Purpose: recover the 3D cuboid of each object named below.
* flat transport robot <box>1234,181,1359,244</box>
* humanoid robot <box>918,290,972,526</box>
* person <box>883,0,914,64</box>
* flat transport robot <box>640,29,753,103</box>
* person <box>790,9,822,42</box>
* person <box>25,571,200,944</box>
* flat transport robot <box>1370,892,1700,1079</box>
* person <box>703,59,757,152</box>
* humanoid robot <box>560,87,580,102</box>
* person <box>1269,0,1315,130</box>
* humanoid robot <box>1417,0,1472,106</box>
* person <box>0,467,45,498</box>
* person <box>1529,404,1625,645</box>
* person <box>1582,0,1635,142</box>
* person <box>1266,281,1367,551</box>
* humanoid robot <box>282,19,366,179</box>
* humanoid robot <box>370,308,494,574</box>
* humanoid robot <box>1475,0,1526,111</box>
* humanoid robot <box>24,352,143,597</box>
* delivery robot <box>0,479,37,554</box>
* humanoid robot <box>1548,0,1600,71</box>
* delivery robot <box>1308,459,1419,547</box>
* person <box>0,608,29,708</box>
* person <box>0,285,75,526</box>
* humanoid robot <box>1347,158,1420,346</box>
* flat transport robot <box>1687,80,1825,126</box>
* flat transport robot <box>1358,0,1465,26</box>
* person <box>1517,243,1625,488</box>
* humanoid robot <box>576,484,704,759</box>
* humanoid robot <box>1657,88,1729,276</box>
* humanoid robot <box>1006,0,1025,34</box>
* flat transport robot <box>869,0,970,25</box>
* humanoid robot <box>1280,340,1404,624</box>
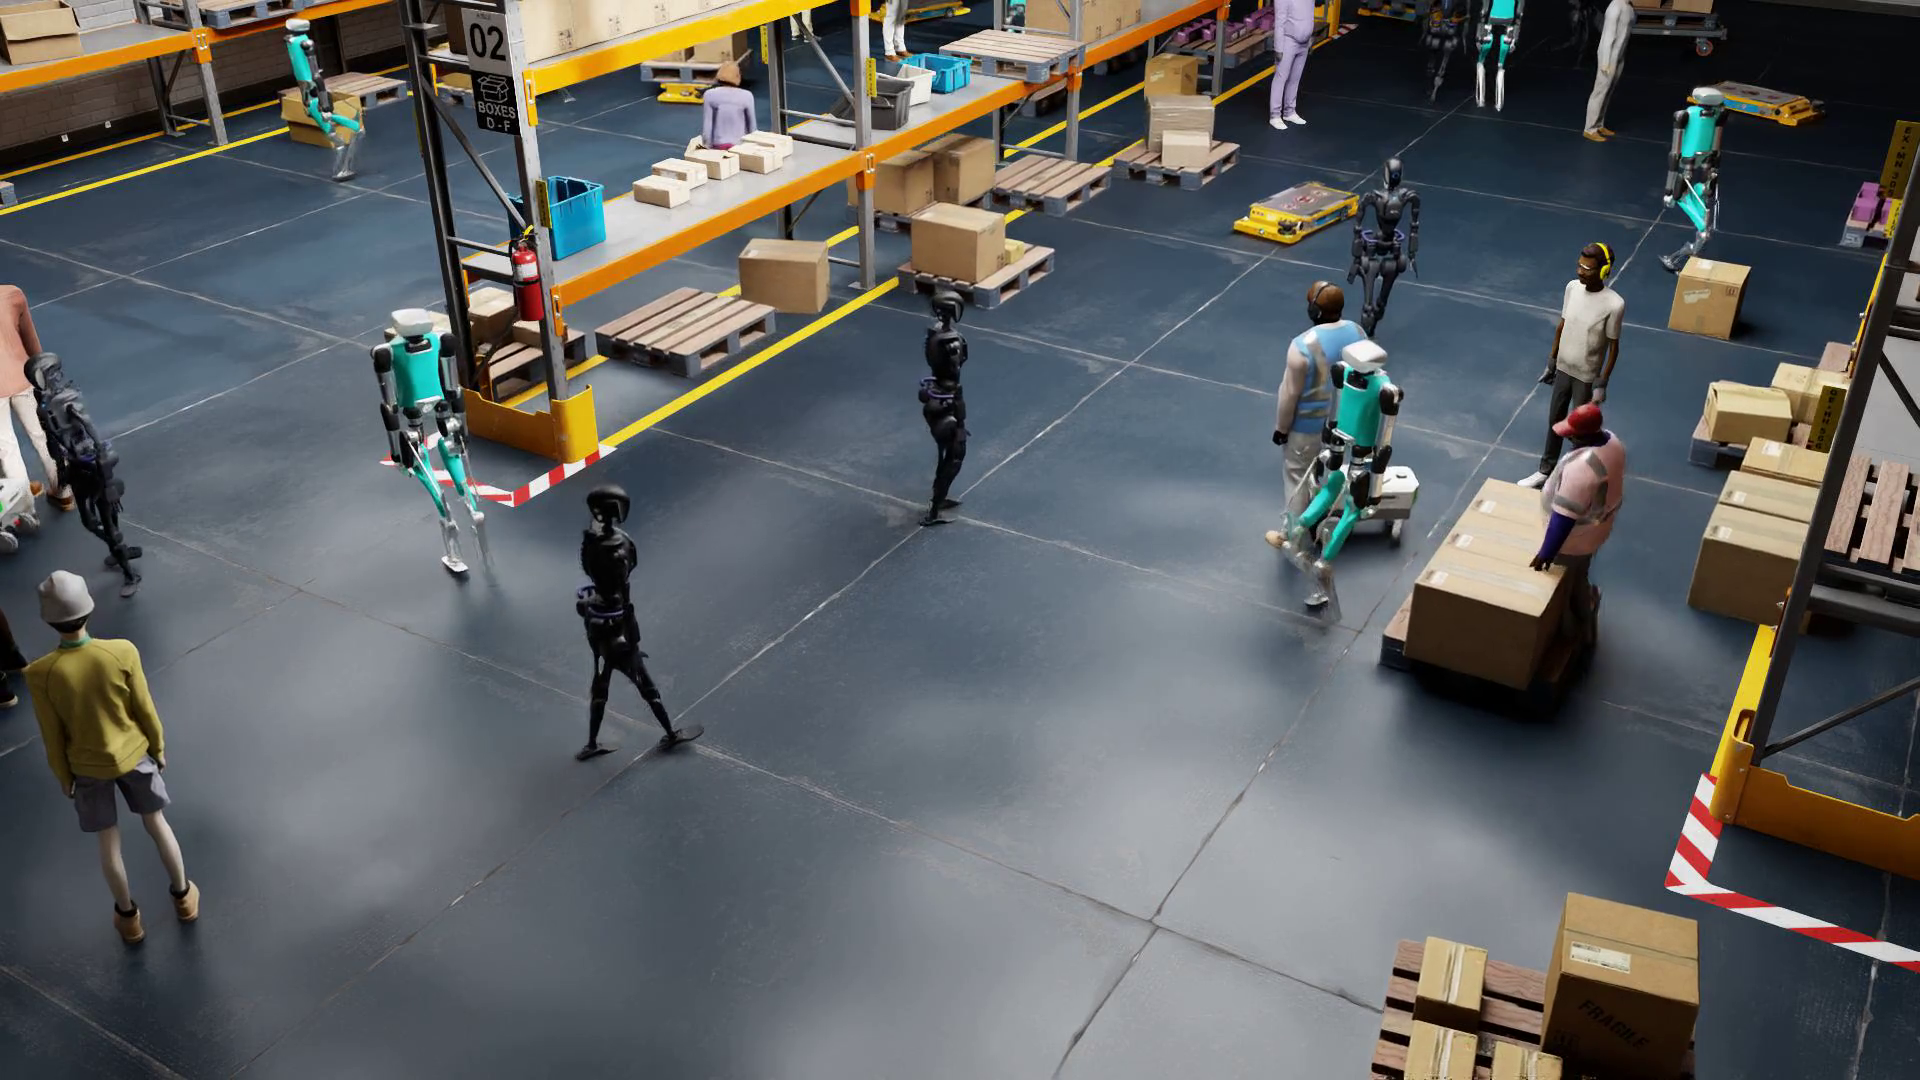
[{"bbox_3d":[3.445,-3.317,16.809,0.659,0.231,1.431,24,37,36],"label":"flat transport robot"},{"bbox_3d":[-0.087,-0.873,11.058,0.431,1.643,0.605,-9,31,-16],"label":"humanoid robot"},{"bbox_3d":[-0.845,-7.438,22.402,0.360,1.939,0.634,16,33,27],"label":"person"},{"bbox_3d":[-3.347,-5.869,21.324,0.659,0.231,1.431,4,30,7],"label":"flat transport robot"},{"bbox_3d":[-2.237,-7.953,23.500,0.559,1.751,0.323,22,36,34],"label":"person"},{"bbox_3d":[-3.858,0.993,7.552,0.477,1.883,0.386,-19,35,-30],"label":"person"},{"bbox_3d":[2.261,2.391,6.711,0.659,0.231,1.431,10,31,18],"label":"flat transport robot"},{"bbox_3d":[-2.277,-3.972,16.593,0.517,1.614,0.478,1,30,2],"label":"person"},{"bbox_3d":[-5.130,-6.159,20.378,0.546,1.792,0.915,24,37,35],"label":"humanoid robot"},{"bbox_3d":[3.943,-5.832,19.594,0.638,1.910,0.409,-23,37,-35],"label":"person"},{"bbox_3d":[6.009,-6.269,20.630,0.616,1.627,0.728,16,33,25],"label":"humanoid robot"},{"bbox_3d":[-6.713,-1.152,11.237,0.615,1.989,0.401,-3,30,-5],"label":"person"},{"bbox_3d":[3.525,-0.041,9.560,0.419,1.703,0.701,23,37,34],"label":"person"},{"bbox_3d":[7.533,-5.567,19.141,0.378,1.892,0.582,21,36,33],"label":"person"},{"bbox_3d":[2.285,-0.784,10.740,0.626,1.832,0.432,-19,35,-30],"label":"person"},{"bbox_3d":[-6.686,-4.632,17.745,0.543,1.883,0.729,26,39,38],"label":"humanoid robot"},{"bbox_3d":[-3.219,-0.477,10.413,0.547,1.908,0.716,-23,37,-34],"label":"humanoid robot"},{"bbox_3d":[6.565,-6.181,20.362,0.544,1.774,0.664,5,30,9],"label":"humanoid robot"},{"bbox_3d":[-5.365,-0.440,10.298,0.619,1.645,0.476,17,34,28],"label":"humanoid robot"},{"bbox_3d":[-6.617,-0.197,11.010,0.788,0.605,0.499,-1,29,-1],"label":"delivery robot"},{"bbox_3d":[8.204,-7.080,22.052,0.578,1.637,0.611,23,37,34],"label":"humanoid robot"},{"bbox_3d":[2.654,-0.281,11.152,0.771,0.599,0.512,-1,29,-1],"label":"delivery robot"},{"bbox_3d":[-5.601,0.052,9.146,0.395,1.947,0.611,-2,30,-4],"label":"person"},{"bbox_3d":[-6.363,-1.040,11.030,0.384,1.992,0.623,16,33,26],"label":"person"},{"bbox_3d":[3.491,-2.303,13.601,0.588,1.638,0.636,-4,30,-7],"label":"humanoid robot"},{"bbox_3d":[9.785,-5.377,20.453,0.659,0.231,1.431,-21,36,-32],"label":"flat transport robot"},{"bbox_3d":[6.783,-7.934,24.977,1.431,0.231,0.659,24,38,36],"label":"flat transport robot"},{"bbox_3d":[4.188,-1.127,11.311,0.312,1.868,0.527,-15,33,-24],"label":"person"},{"bbox_3d":[-1.777,0.419,8.795,0.691,1.634,0.610,-15,33,-25],"label":"humanoid robot"},{"bbox_3d":[6.678,-3.141,14.989,0.540,1.738,0.964,-9,31,-15],"label":"humanoid robot"},{"bbox_3d":[0.723,-6.288,20.601,0.559,1.743,1.038,5,30,9],"label":"humanoid robot"},{"bbox_3d":[-0.605,-7.994,25.084,1.431,0.231,0.659,-22,36,-34],"label":"flat transport robot"},{"bbox_3d":[2.199,-0.269,9.994,0.668,1.869,0.536,-16,33,-26],"label":"humanoid robot"}]
